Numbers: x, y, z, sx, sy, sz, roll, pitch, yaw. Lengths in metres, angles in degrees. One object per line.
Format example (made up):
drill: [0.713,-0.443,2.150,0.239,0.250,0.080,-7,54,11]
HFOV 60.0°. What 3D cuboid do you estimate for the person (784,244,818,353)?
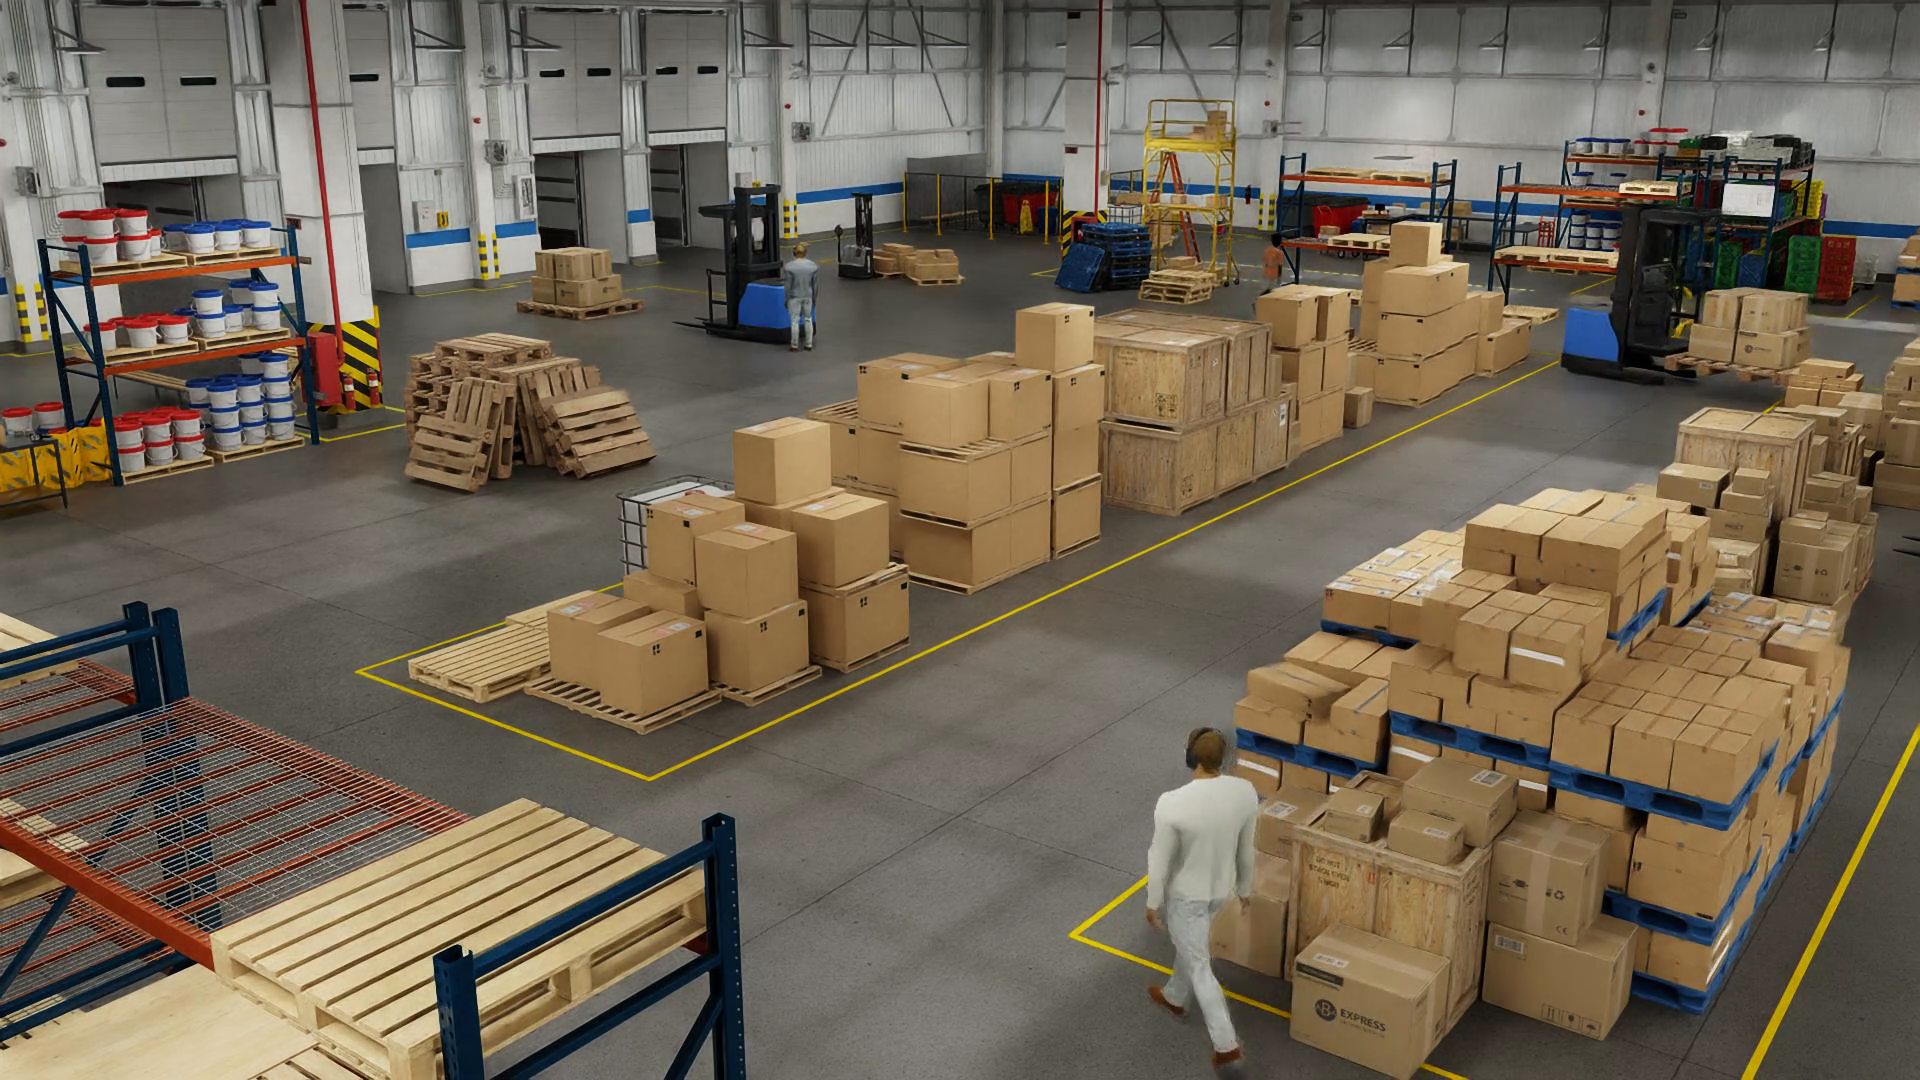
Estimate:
person: [-2.828,-4.309,29.676,0.636,1.928,0.380,-8,19,-25]

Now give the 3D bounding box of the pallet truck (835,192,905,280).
pallet truck: [-1.936,-7.159,38.982,1.885,1.965,0.823,-12,21,-34]

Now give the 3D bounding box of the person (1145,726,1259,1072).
person: [1.335,1.923,9.084,0.639,1.901,0.976,-9,19,-27]

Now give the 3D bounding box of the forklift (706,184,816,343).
forklift: [-3.717,-5.181,30.929,1.873,2.768,1.129,12,21,35]

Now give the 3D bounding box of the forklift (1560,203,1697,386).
forklift: [11.101,-4.100,27.349,1.129,2.768,1.873,-13,21,-36]

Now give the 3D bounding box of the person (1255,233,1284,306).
person: [6.287,-5.345,33.508,0.521,1.677,0.540,-9,19,-28]
